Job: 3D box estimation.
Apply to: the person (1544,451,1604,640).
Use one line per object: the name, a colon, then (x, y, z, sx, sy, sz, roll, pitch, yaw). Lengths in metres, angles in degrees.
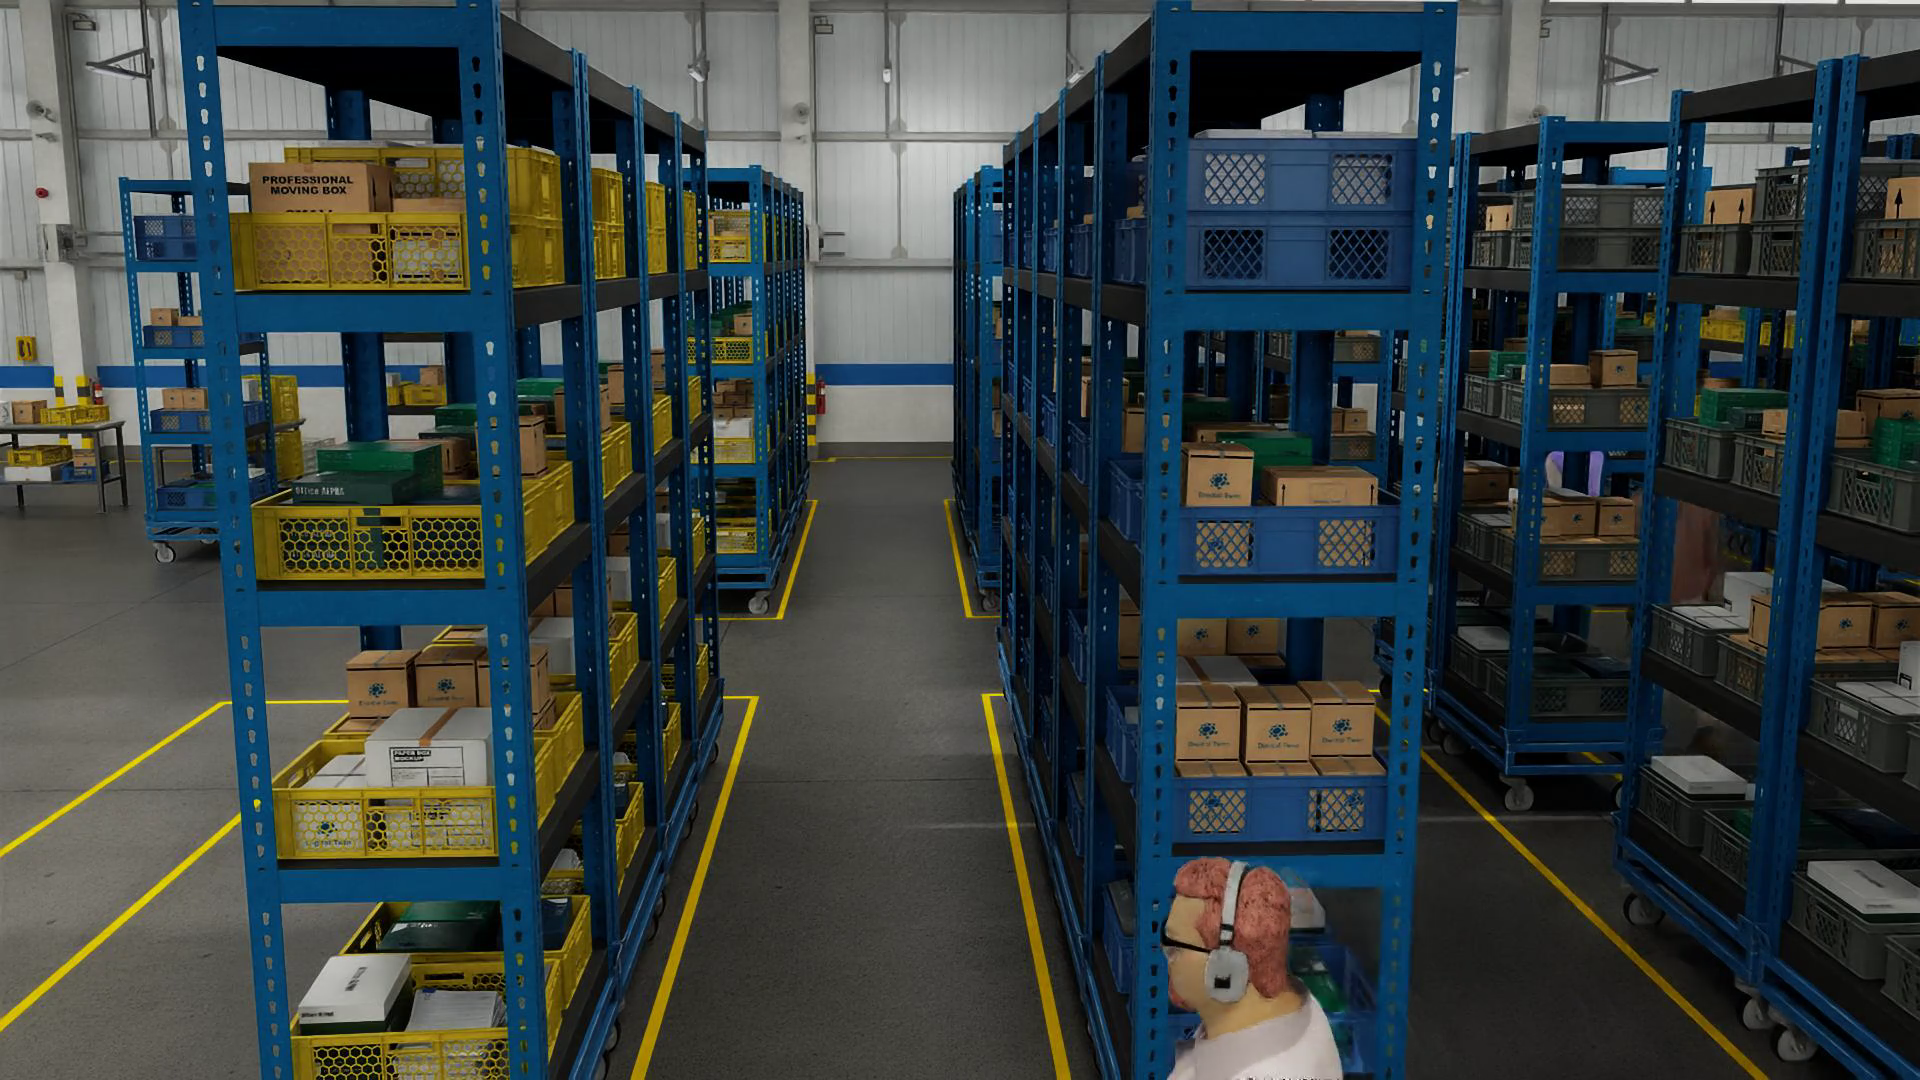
person: (4.419, -0.052, 12.048, 0.564, 1.840, 0.396, -7, 12, -33)

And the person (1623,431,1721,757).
person: (4.200, 0.289, 9.789, 0.620, 1.963, 0.975, -1, 10, -5)

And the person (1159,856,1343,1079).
person: (0.564, 1.497, 3.134, 0.866, 1.883, 0.645, 4, 11, 20)
